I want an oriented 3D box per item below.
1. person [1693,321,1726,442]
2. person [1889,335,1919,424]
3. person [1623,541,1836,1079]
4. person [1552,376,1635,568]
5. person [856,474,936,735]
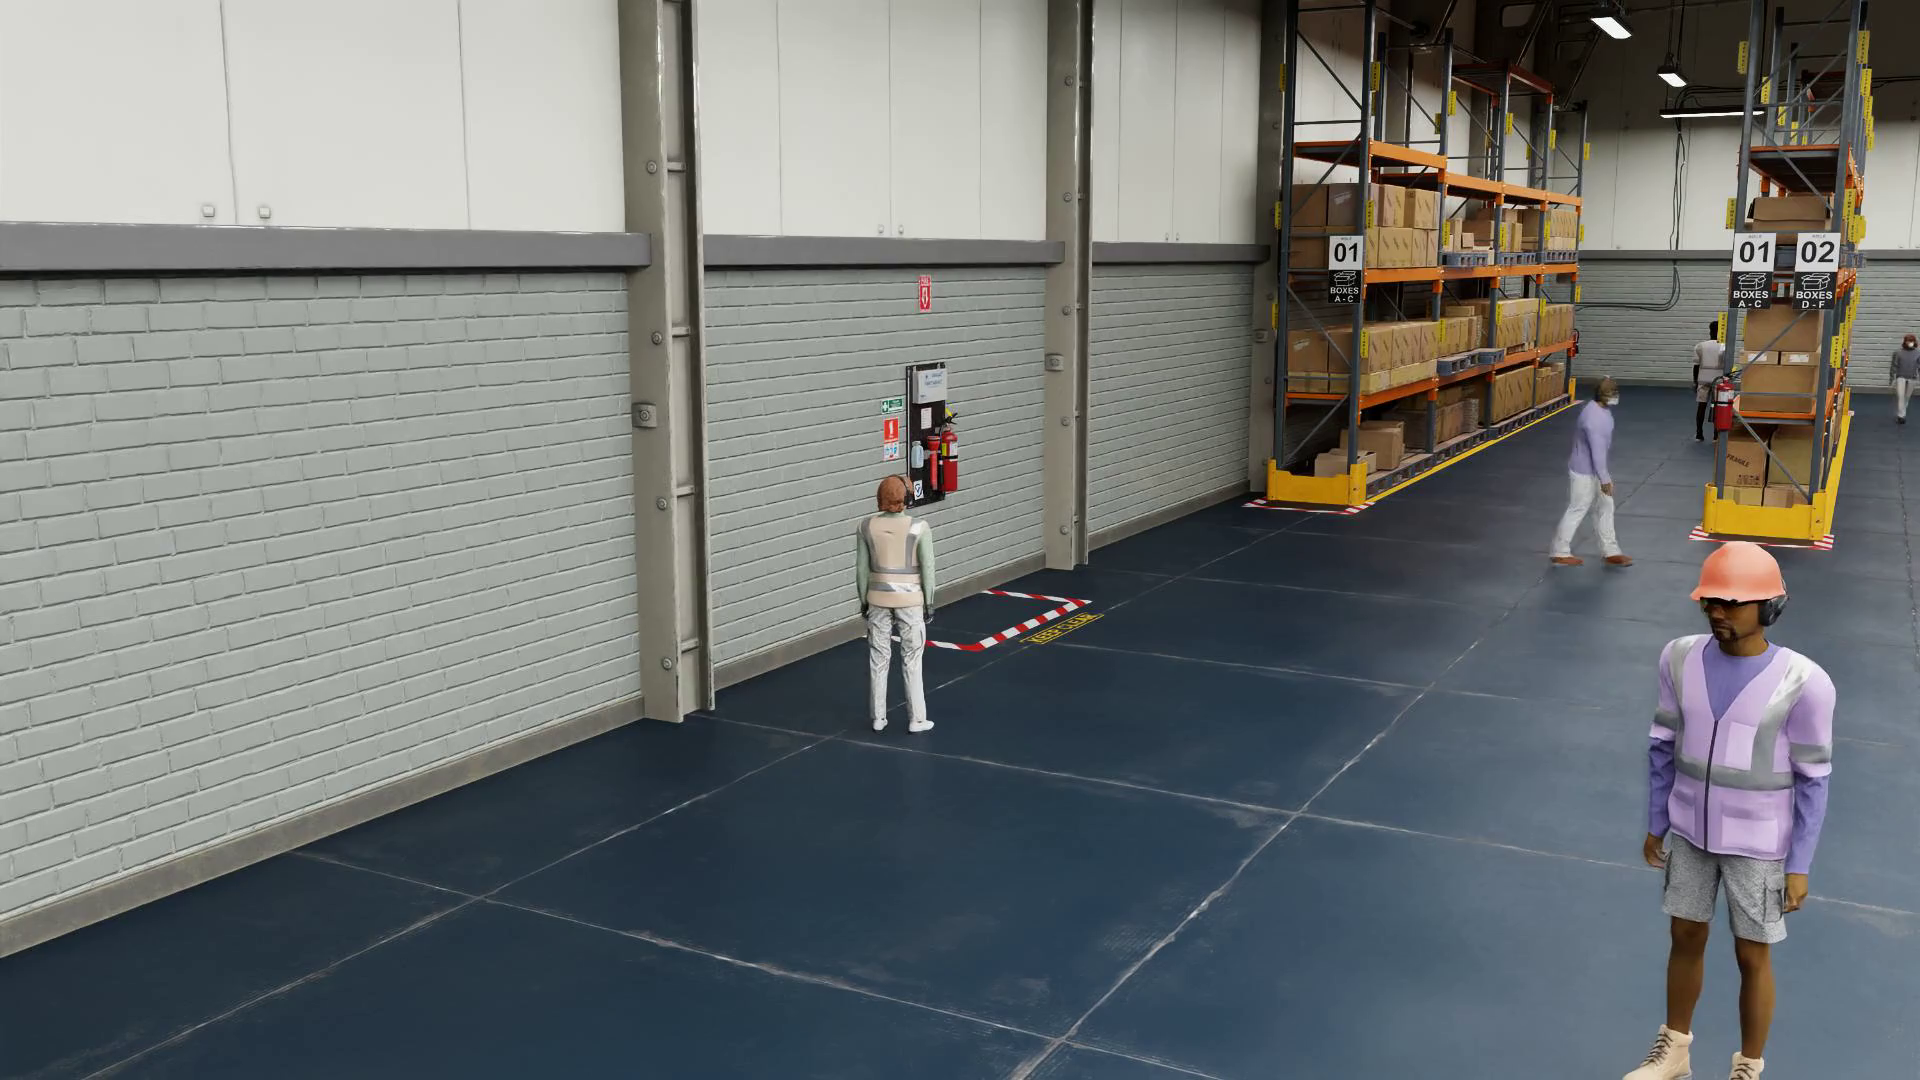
[{"bbox_3d":[12.138,-2.554,26.832,0.601,1.959,0.380,9,13,41],"label":"person"},{"bbox_3d":[16.896,-2.855,29.640,0.523,1.585,0.825,3,10,15],"label":"person"},{"bbox_3d":[2.628,1.011,5.714,0.397,2.043,0.609,-7,12,-36],"label":"person"},{"bbox_3d":[6.076,-0.629,15.808,0.823,1.878,0.702,6,11,32],"label":"person"},{"bbox_3d":[-0.400,0.406,10.428,0.512,1.642,0.312,3,10,16],"label":"person"}]
